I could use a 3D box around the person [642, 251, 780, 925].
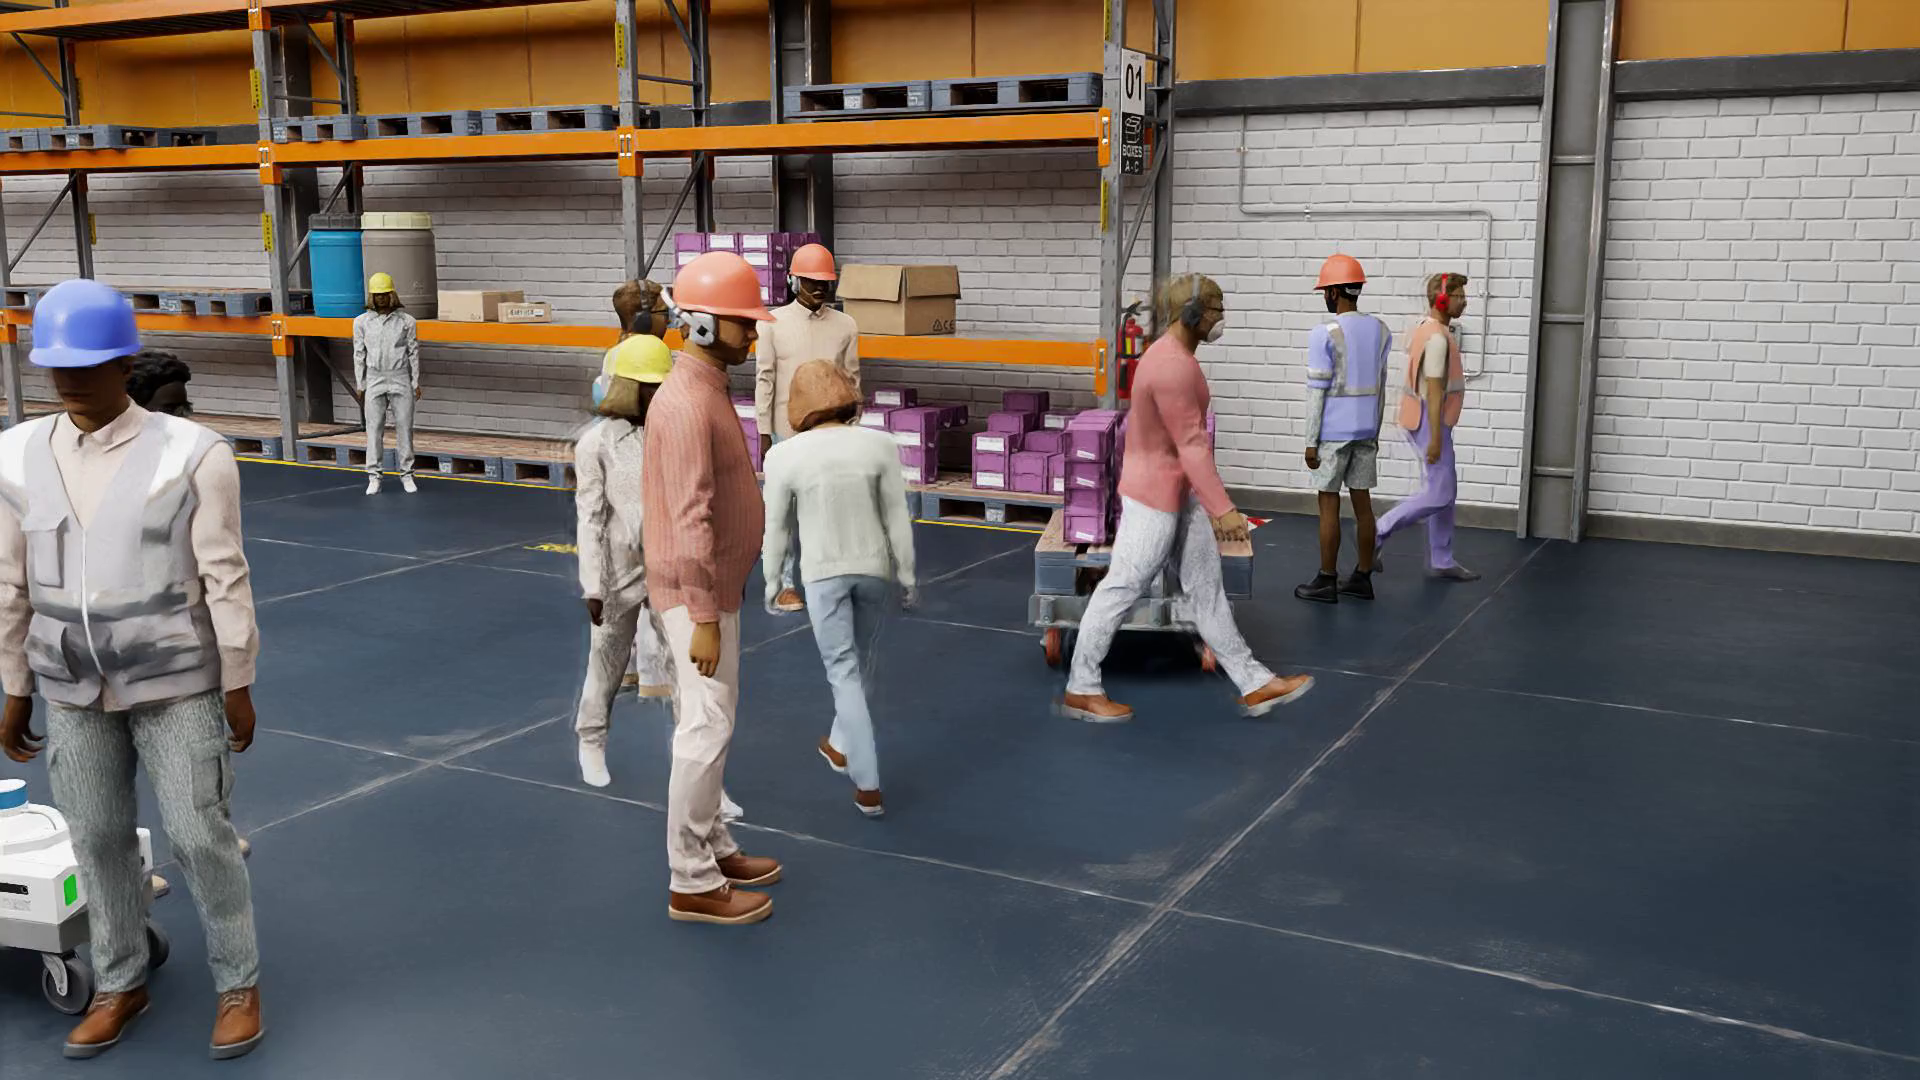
[{"bbox_3d":[-0.730,0.149,4.924,0.404,1.982,0.629,-1,10,-5],"label":"person"}]

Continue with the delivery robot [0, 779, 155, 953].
[{"bbox_3d":[-2.560,0.892,4.499,0.707,0.478,0.477,3,11,15],"label":"delivery robot"}]

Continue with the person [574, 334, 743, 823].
[{"bbox_3d":[-1.144,0.117,5.928,0.497,1.703,0.895,-7,13,-34],"label":"person"}]

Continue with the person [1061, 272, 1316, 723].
[{"bbox_3d":[0.928,-0.151,6.837,1.071,1.869,0.644,2,11,13],"label":"person"}]

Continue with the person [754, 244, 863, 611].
[{"bbox_3d":[-0.811,-0.605,9.049,0.612,1.986,0.407,-5,11,-25],"label":"person"}]

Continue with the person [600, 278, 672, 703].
[{"bbox_3d":[-1.373,-0.212,7.275,0.346,1.846,0.506,-7,12,-32],"label":"person"}]

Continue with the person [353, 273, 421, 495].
[{"bbox_3d":[-4.506,-1.227,13.112,0.492,1.742,0.324,-4,11,-19],"label":"person"}]

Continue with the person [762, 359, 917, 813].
[{"bbox_3d":[-0.451,0.143,6.027,0.512,1.571,0.830,-4,11,-21],"label":"person"}]

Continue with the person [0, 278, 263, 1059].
[{"bbox_3d":[-2.028,0.339,4.041,0.610,1.932,0.431,0,10,0],"label":"person"}]

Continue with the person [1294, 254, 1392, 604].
[{"bbox_3d":[2.105,-0.607,9.215,0.544,1.929,0.388,-6,12,-28],"label":"person"}]

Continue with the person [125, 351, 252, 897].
[{"bbox_3d":[-2.491,0.258,5.149,0.342,1.684,0.530,3,11,16],"label":"person"}]

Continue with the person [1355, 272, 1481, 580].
[{"bbox_3d":[2.729,-0.653,9.746,0.663,1.825,0.568,2,11,12],"label":"person"}]
